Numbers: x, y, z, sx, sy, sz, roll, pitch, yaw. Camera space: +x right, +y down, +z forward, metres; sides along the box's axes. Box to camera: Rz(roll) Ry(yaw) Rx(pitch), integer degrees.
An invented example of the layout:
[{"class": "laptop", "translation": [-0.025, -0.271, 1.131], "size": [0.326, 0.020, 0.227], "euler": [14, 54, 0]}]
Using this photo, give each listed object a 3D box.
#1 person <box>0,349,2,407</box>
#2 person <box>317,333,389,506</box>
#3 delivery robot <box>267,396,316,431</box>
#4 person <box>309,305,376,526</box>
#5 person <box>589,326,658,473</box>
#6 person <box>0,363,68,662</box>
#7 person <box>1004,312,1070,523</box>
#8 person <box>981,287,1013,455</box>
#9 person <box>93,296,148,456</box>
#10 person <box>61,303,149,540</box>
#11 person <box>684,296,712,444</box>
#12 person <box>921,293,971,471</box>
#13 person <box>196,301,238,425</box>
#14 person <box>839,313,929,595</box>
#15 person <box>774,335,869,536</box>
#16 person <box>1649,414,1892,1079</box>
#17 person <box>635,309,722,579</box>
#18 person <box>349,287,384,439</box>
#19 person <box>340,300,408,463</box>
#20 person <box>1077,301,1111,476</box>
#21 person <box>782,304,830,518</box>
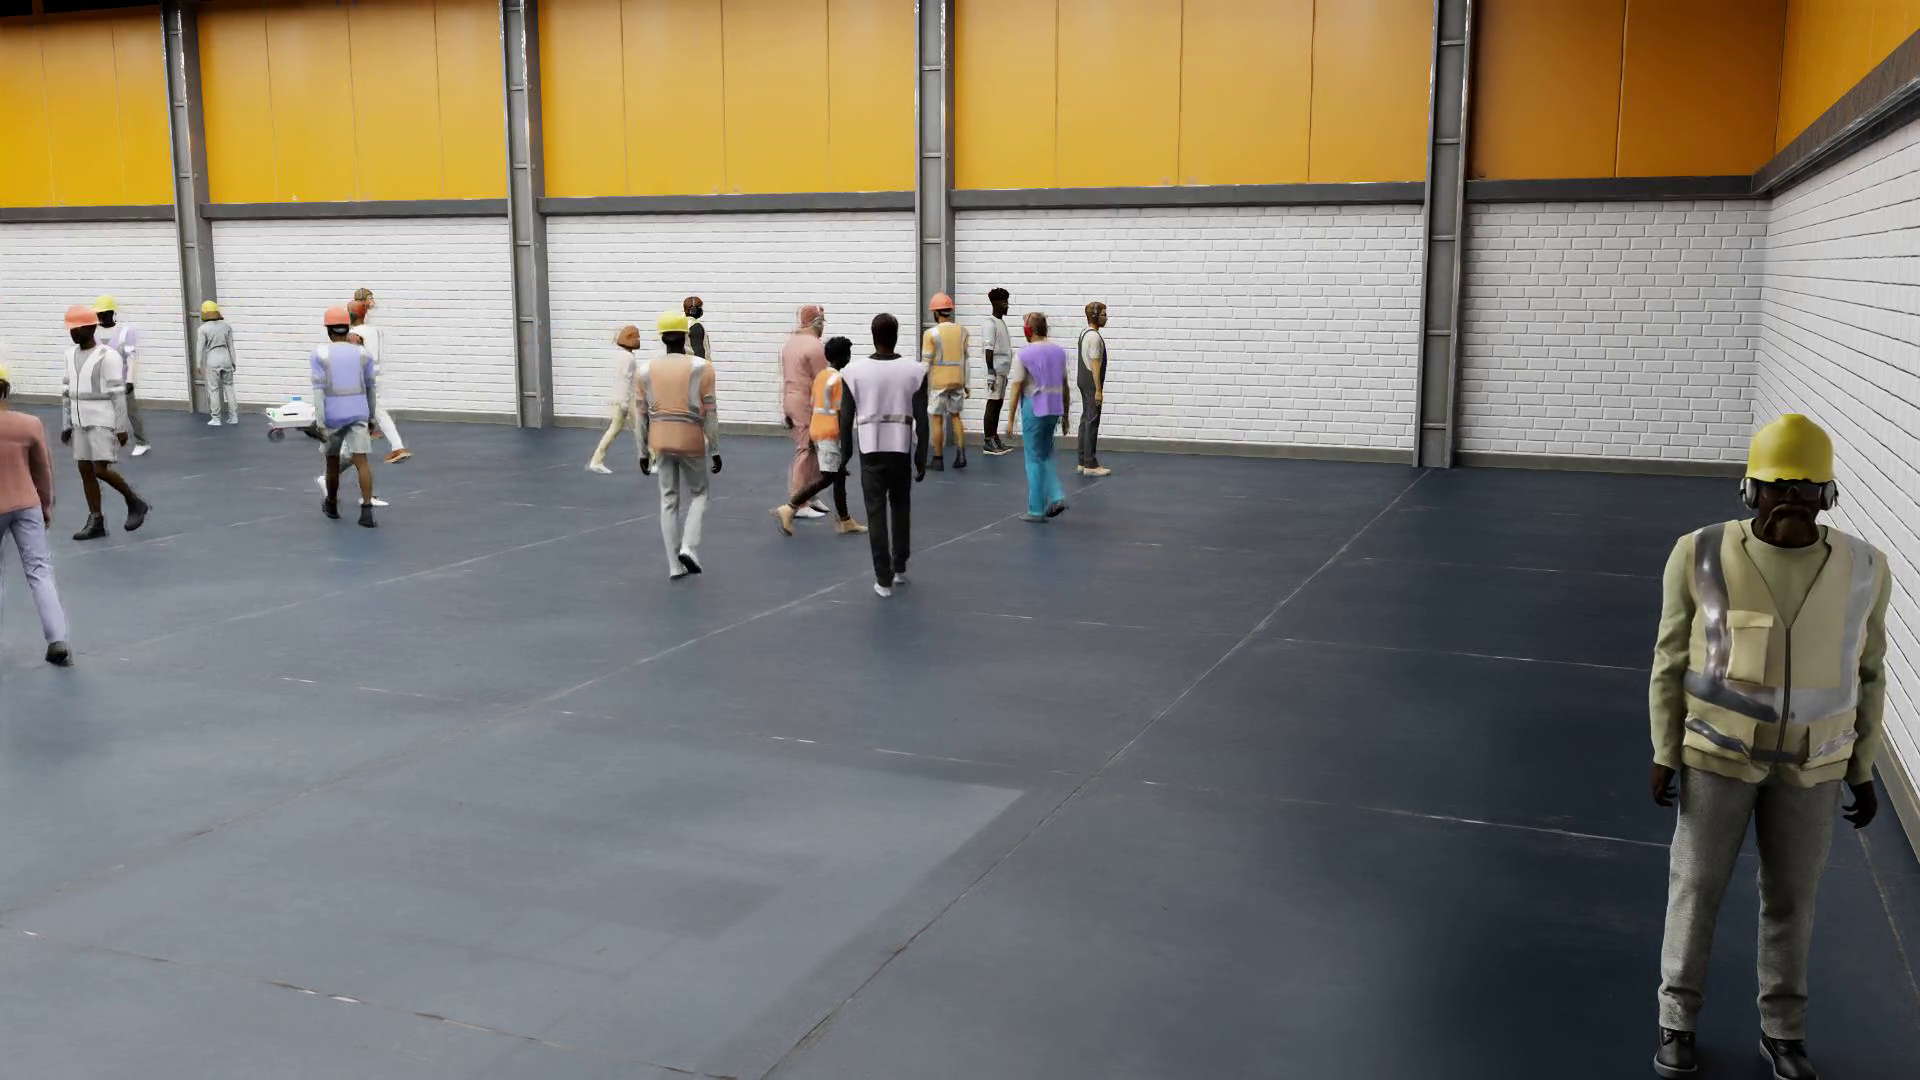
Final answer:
[{"class": "person", "translation": [-8.175, -1.039, 13.888], "size": [0.627, 1.985, 1.078], "euler": [1, 9, 7]}, {"class": "person", "translation": [-5.668, -1.116, 15.406], "size": [0.678, 1.615, 0.508], "euler": [1, 9, 4]}, {"class": "delivery robot", "translation": [-8.437, -1.590, 21.188], "size": [0.707, 0.478, 0.477], "euler": [-6, 11, -34]}, {"class": "person", "translation": [-5.304, -1.069, 14.346], "size": [0.552, 1.881, 1.012], "euler": [-6, 11, -33]}, {"class": "person", "translation": [-3.552, -1.489, 17.741], "size": [0.888, 1.585, 0.511], "euler": [-3, 10, -19]}, {"class": "person", "translation": [-5.347, -0.168, 9.345], "size": [0.929, 1.718, 0.541], "euler": [8, 12, 39]}, {"class": "person", "translation": [0.690, -1.051, 14.361], "size": [0.608, 1.823, 0.439], "euler": [-9, 13, -43]}, {"class": "person", "translation": [0.440, -1.997, 19.666], "size": [0.361, 1.964, 0.616], "euler": [3, 10, 16]}, {"class": "person", "translation": [-9.740, -1.866, 19.150], "size": [0.588, 1.878, 0.993], "euler": [0, 9, -1]}, {"class": "person", "translation": [-7.034, -0.965, 13.551], "size": [0.560, 1.919, 0.511], "euler": [4, 10, 20]}, {"class": "person", "translation": [-3.313, -2.111, 20.736], "size": [0.429, 1.842, 0.636], "euler": [-6, 11, -31]}, {"class": "person", "translation": [-0.173, -1.698, 17.977], "size": [0.594, 1.927, 0.424], "euler": [-5, 11, -28]}, {"class": "person", "translation": [-10.367, -2.460, 23.173], "size": [0.347, 1.734, 0.519], "euler": [7, 12, 38]}, {"class": "person", "translation": [-0.532, -0.602, 11.428], "size": [0.599, 1.888, 0.802], "euler": [-1, 9, -9]}, {"class": "person", "translation": [-1.145, -0.840, 13.585], "size": [0.765, 1.661, 0.540], "euler": [-4, 10, -24]}, {"class": "person", "translation": [2.169, 0.574, 4.485], "size": [0.587, 1.835, 0.403], "euler": [2, 10, 14]}, {"class": "person", "translation": [-1.986, -0.672, 11.794], "size": [0.624, 1.910, 0.414], "euler": [1, 9, 6]}, {"class": "person", "translation": [-7.675, -2.276, 21.444], "size": [0.379, 1.940, 0.629], "euler": [-3, 10, -18]}, {"class": "person", "translation": [-6.640, -1.762, 18.645], "size": [0.960, 1.846, 0.594], "euler": [3, 10, 20]}, {"class": "person", "translation": [1.415, -1.603, 17.647], "size": [0.331, 1.844, 0.520], "euler": [-2, 10, -10]}, {"class": "person", "translation": [-1.279, -1.130, 14.682], "size": [0.608, 1.880, 0.671], "euler": [-4, 10, -24]}]
